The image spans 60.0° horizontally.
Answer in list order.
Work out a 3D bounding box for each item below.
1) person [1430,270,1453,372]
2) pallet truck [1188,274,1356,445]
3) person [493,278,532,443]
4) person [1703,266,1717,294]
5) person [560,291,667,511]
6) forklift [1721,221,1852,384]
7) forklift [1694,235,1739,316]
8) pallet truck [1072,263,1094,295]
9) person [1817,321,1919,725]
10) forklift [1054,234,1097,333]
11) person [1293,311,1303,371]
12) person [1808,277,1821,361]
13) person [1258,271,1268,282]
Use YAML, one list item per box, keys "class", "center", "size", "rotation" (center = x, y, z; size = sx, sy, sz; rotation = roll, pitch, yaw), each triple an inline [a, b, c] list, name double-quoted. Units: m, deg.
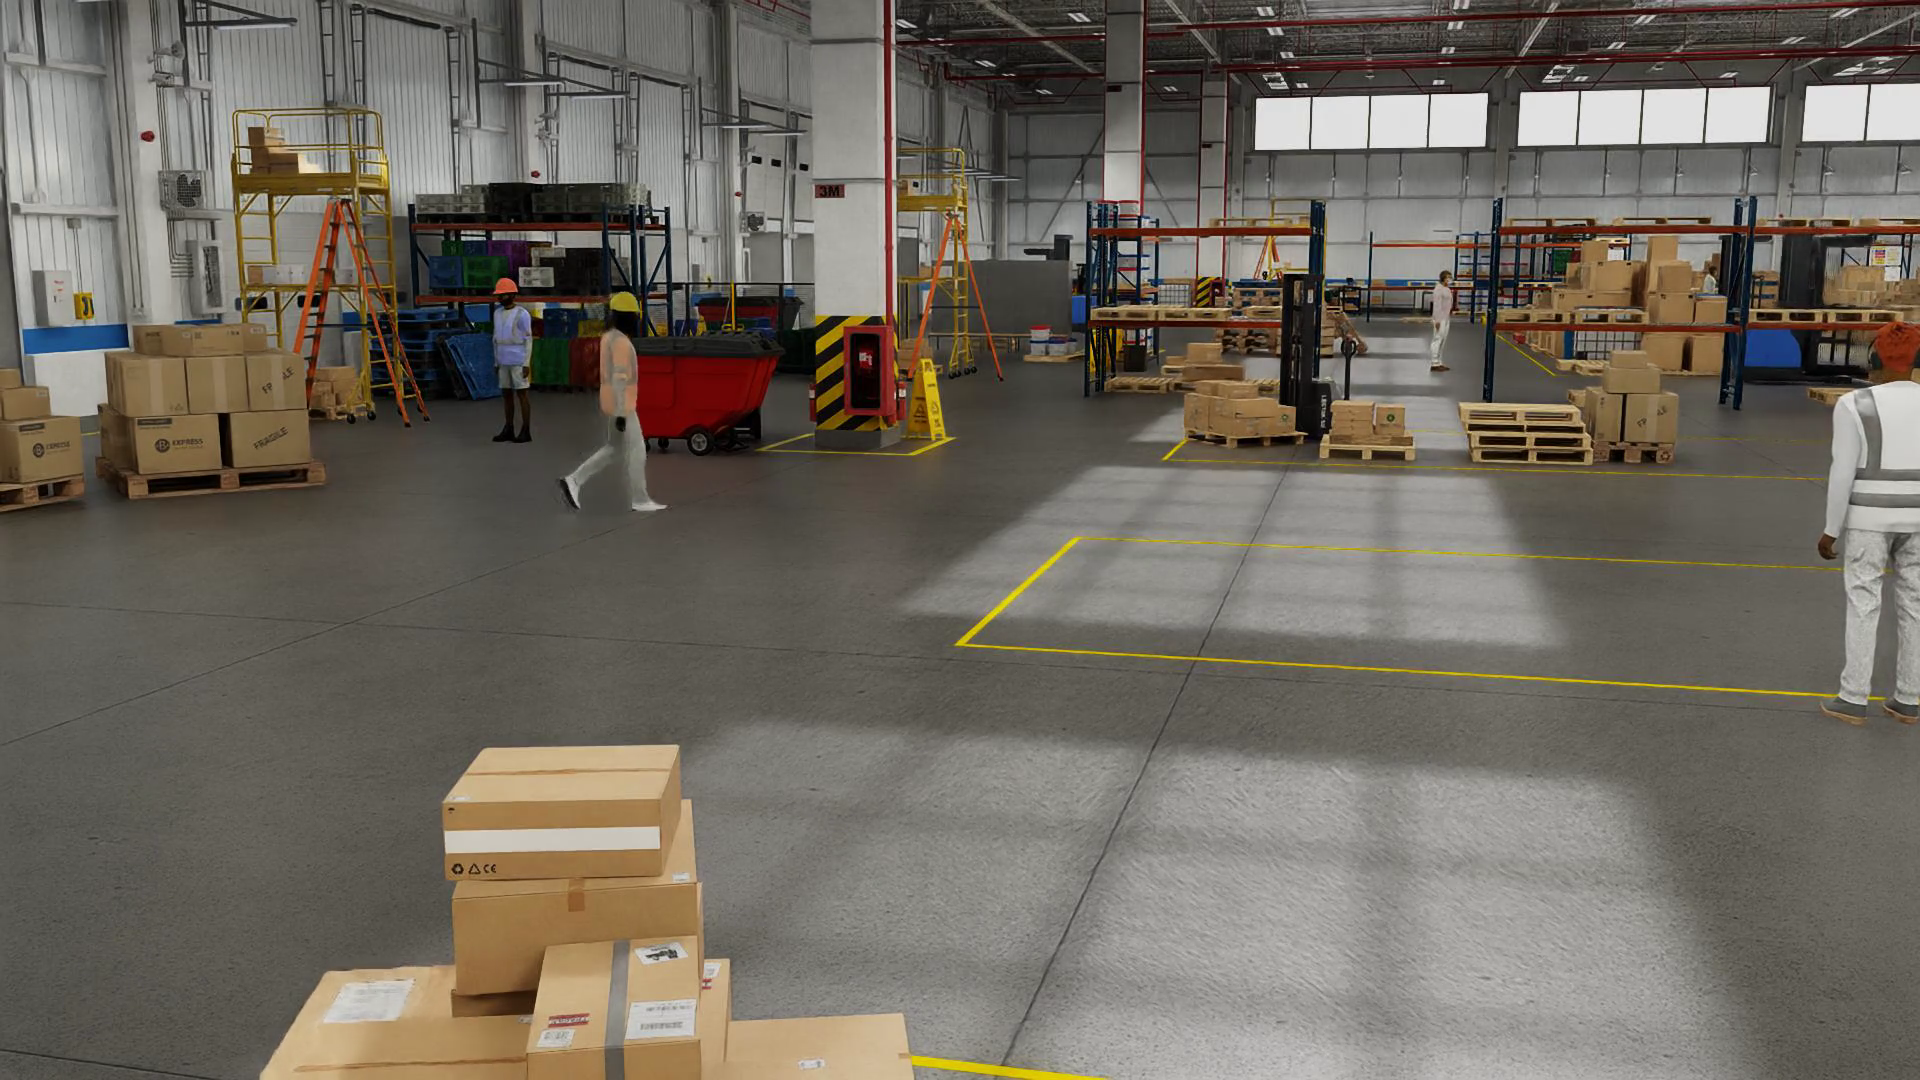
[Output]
- class: "person"
  center: [9.234, -4.195, 31.874]
  size: [0.352, 1.937, 0.635]
  rotation: [6, 11, 32]
- class: "pallet truck"
  center: [3.653, -2.138, 19.590]
  size: [1.885, 1.965, 0.823]
  rotation: [-4, 10, -20]
- class: "person"
  center: [-5.284, -2.107, 19.578]
  size: [0.547, 1.938, 0.378]
  rotation: [5, 11, 29]
- class: "person"
  center: [22.877, -7.400, 50.795]
  size: [0.368, 1.931, 0.631]
  rotation: [5, 11, 29]
- class: "person"
  center: [-2.976, -1.166, 14.180]
  size: [0.811, 1.900, 0.592]
  rotation: [-4, 10, -23]
- class: "forklift"
  center: [14.308, -4.118, 28.649]
  size: [1.873, 2.768, 1.129]
  rotation: [2, 10, 14]
- class: "forklift"
  center: [22.425, -7.519, 48.677]
  size: [1.873, 2.768, 1.129]
  rotation: [2, 10, 14]
- class: "pallet truck"
  center: [4.325, -8.180, 55.162]
  size: [0.823, 1.965, 1.885]
  rotation: [6, 11, 31]
- class: "person"
  center: [4.314, -0.071, 7.747]
  size: [0.572, 1.885, 0.358]
  rotation: [1, 10, 3]
- class: "forklift"
  center: [2.934, -7.338, 47.610]
  size: [1.873, 2.768, 1.129]
  rotation: [2, 10, 14]
- class: "person"
  center: [6.626, -4.101, 31.929]
  size: [0.321, 1.736, 0.488]
  rotation: [6, 11, 30]
- class: "person"
  center: [17.900, -4.689, 35.285]
  size: [0.654, 1.784, 0.810]
  rotation: [-7, 12, -36]
- class: "person"
  center: [10.876, -8.758, 59.452]
  size: [0.535, 1.697, 0.318]
  rotation: [-6, 11, -30]
